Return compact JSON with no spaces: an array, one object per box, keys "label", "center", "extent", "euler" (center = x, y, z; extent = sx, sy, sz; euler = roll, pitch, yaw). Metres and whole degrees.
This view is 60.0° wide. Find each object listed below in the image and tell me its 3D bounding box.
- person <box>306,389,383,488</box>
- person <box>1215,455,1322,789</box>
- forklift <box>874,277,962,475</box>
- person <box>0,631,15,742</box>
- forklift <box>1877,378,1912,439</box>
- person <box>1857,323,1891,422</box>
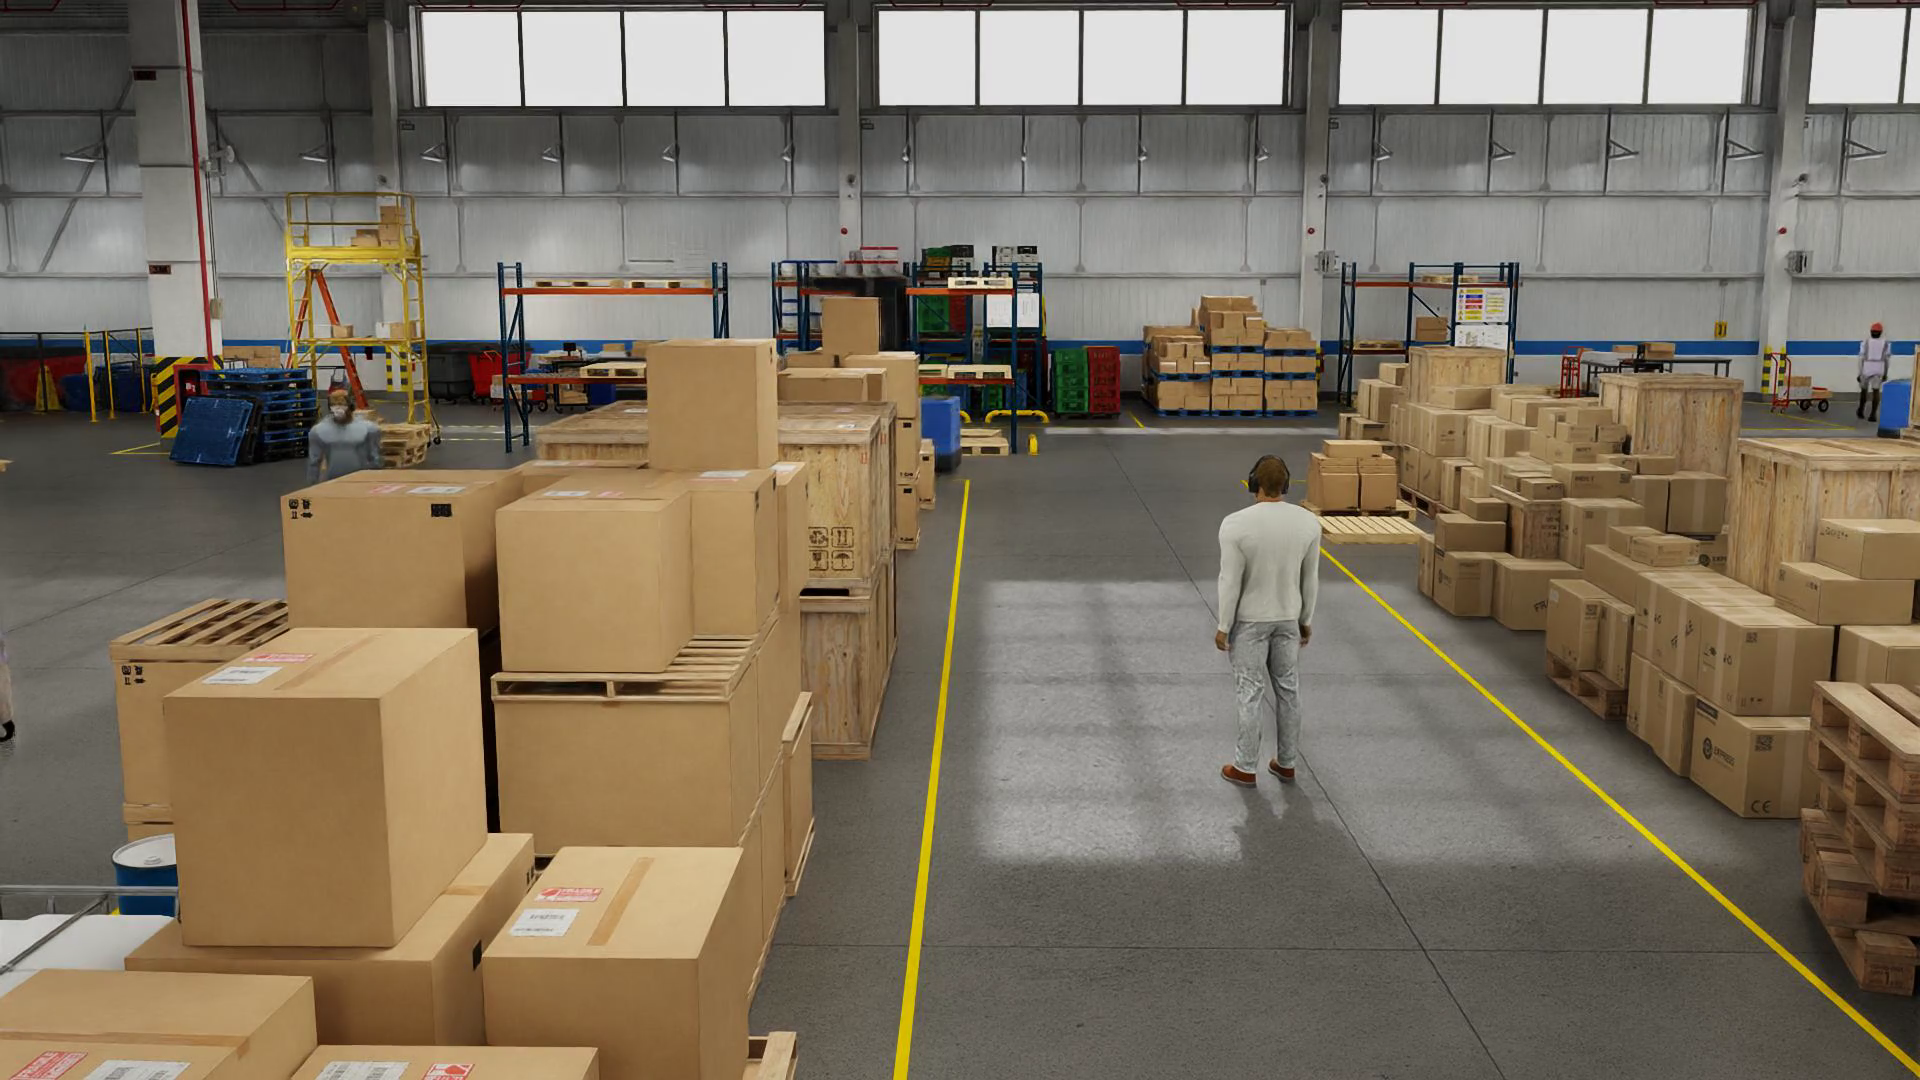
[{"label":"person","center":[-5.656,-0.446,15.298],"extent":[0.654,1.883,1.041],"euler":[-1,10,-9]},{"label":"person","center":[1.768,0.471,9.627],"extent":[0.636,1.939,0.364],"euler":[-3,10,-17]},{"label":"forklift","center":[-0.966,-2.395,23.983],"extent":[1.873,2.768,1.129],"euler":[2,10,9]},{"label":"person","center":[-4.698,0.833,7.639],"extent":[0.601,1.874,0.968],"euler":[-5,11,-26]},{"label":"forklift","center":[16.092,-2.879,26.879],"extent":[1.873,2.768,1.129],"euler":[9,13,43]},{"label":"person","center":[17.561,-3.231,32.000],"extent":[0.555,1.872,1.008],"euler":[4,10,20]}]
